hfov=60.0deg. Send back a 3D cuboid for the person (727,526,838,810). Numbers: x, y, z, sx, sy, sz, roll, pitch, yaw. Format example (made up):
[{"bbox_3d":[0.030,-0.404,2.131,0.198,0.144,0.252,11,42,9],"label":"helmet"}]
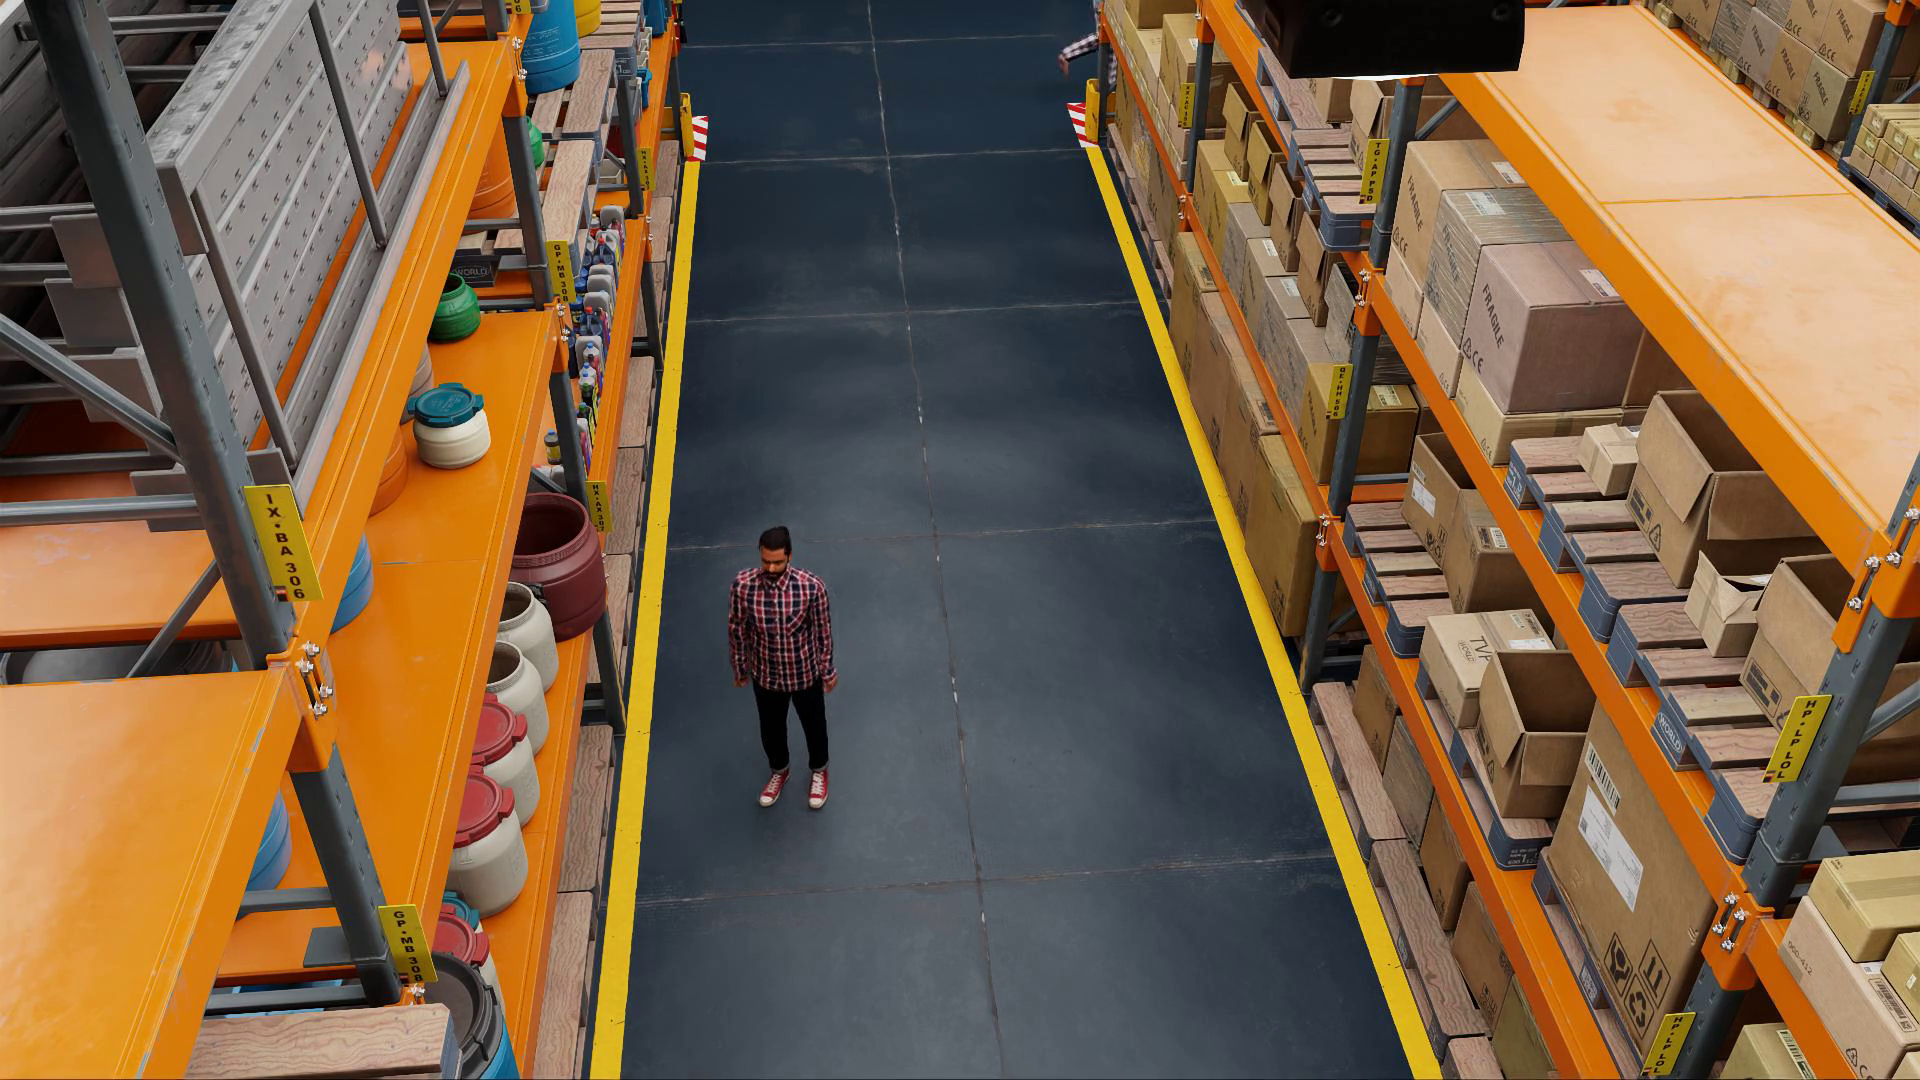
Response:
[{"bbox_3d":[-0.900,0.655,8.697,0.744,1.763,0.634,5,37,6],"label":"person"}]

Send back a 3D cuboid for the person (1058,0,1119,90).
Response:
[{"bbox_3d":[1.373,-5.360,16.563,0.780,1.819,0.961,2,37,2],"label":"person"}]
